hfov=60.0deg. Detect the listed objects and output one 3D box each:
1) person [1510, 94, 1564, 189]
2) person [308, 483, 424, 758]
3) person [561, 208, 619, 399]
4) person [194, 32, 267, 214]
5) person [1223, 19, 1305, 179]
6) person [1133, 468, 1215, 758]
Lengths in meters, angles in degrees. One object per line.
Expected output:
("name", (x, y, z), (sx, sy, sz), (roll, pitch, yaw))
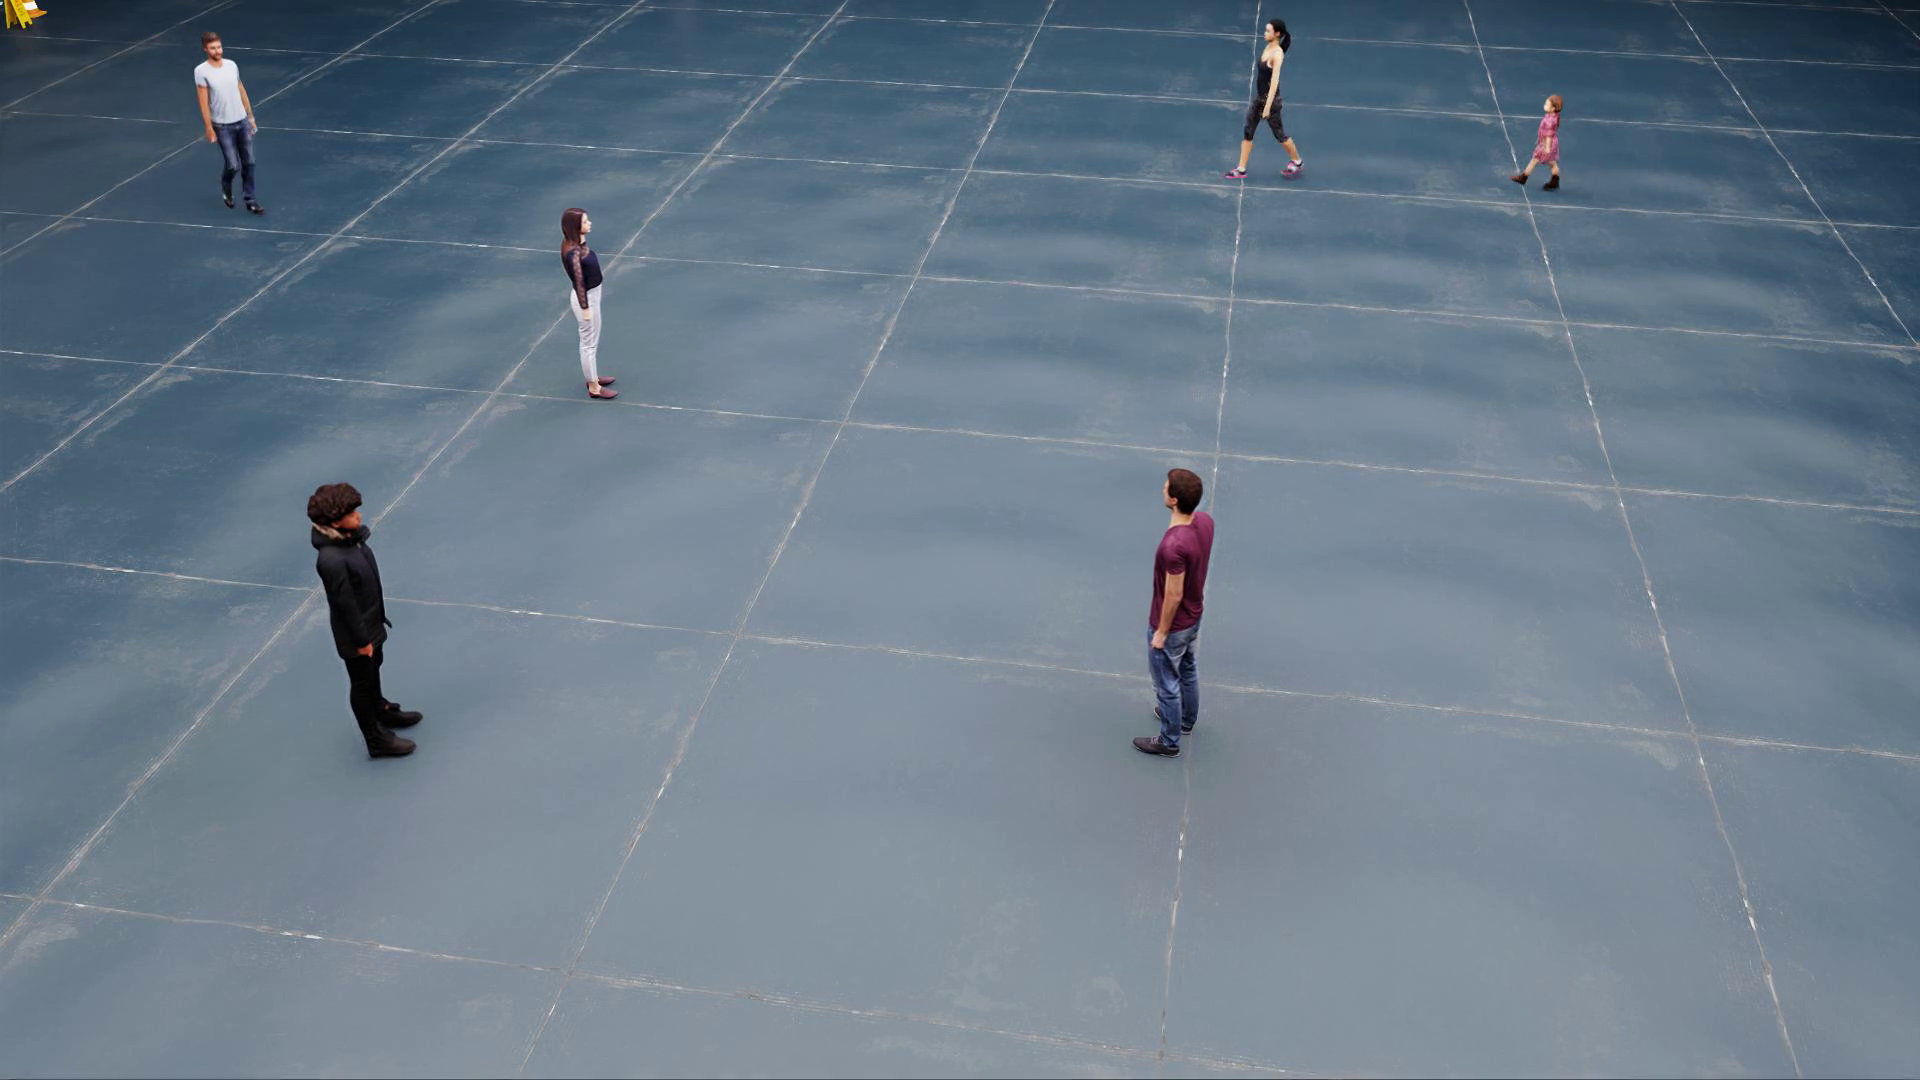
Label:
("person", (6.294, -4.218, 17.687), (0.784, 1.003, 0.577), (17, 36, 24))
("person", (-3.469, 0.456, 9.555), (0.682, 1.774, 0.691), (-5, 33, -8))
("person", (-3.014, -1.929, 13.492), (0.662, 1.608, 0.675), (-7, 33, -12))
("person", (-7.473, -4.245, 16.930), (0.882, 1.856, 0.809), (24, 39, 32))
("person", (3.390, -4.663, 17.754), (1.197, 1.684, 0.855), (-6, 33, -9))
("person", (1.245, 0.419, 9.542), (0.663, 1.851, 0.727), (17, 36, 25))
